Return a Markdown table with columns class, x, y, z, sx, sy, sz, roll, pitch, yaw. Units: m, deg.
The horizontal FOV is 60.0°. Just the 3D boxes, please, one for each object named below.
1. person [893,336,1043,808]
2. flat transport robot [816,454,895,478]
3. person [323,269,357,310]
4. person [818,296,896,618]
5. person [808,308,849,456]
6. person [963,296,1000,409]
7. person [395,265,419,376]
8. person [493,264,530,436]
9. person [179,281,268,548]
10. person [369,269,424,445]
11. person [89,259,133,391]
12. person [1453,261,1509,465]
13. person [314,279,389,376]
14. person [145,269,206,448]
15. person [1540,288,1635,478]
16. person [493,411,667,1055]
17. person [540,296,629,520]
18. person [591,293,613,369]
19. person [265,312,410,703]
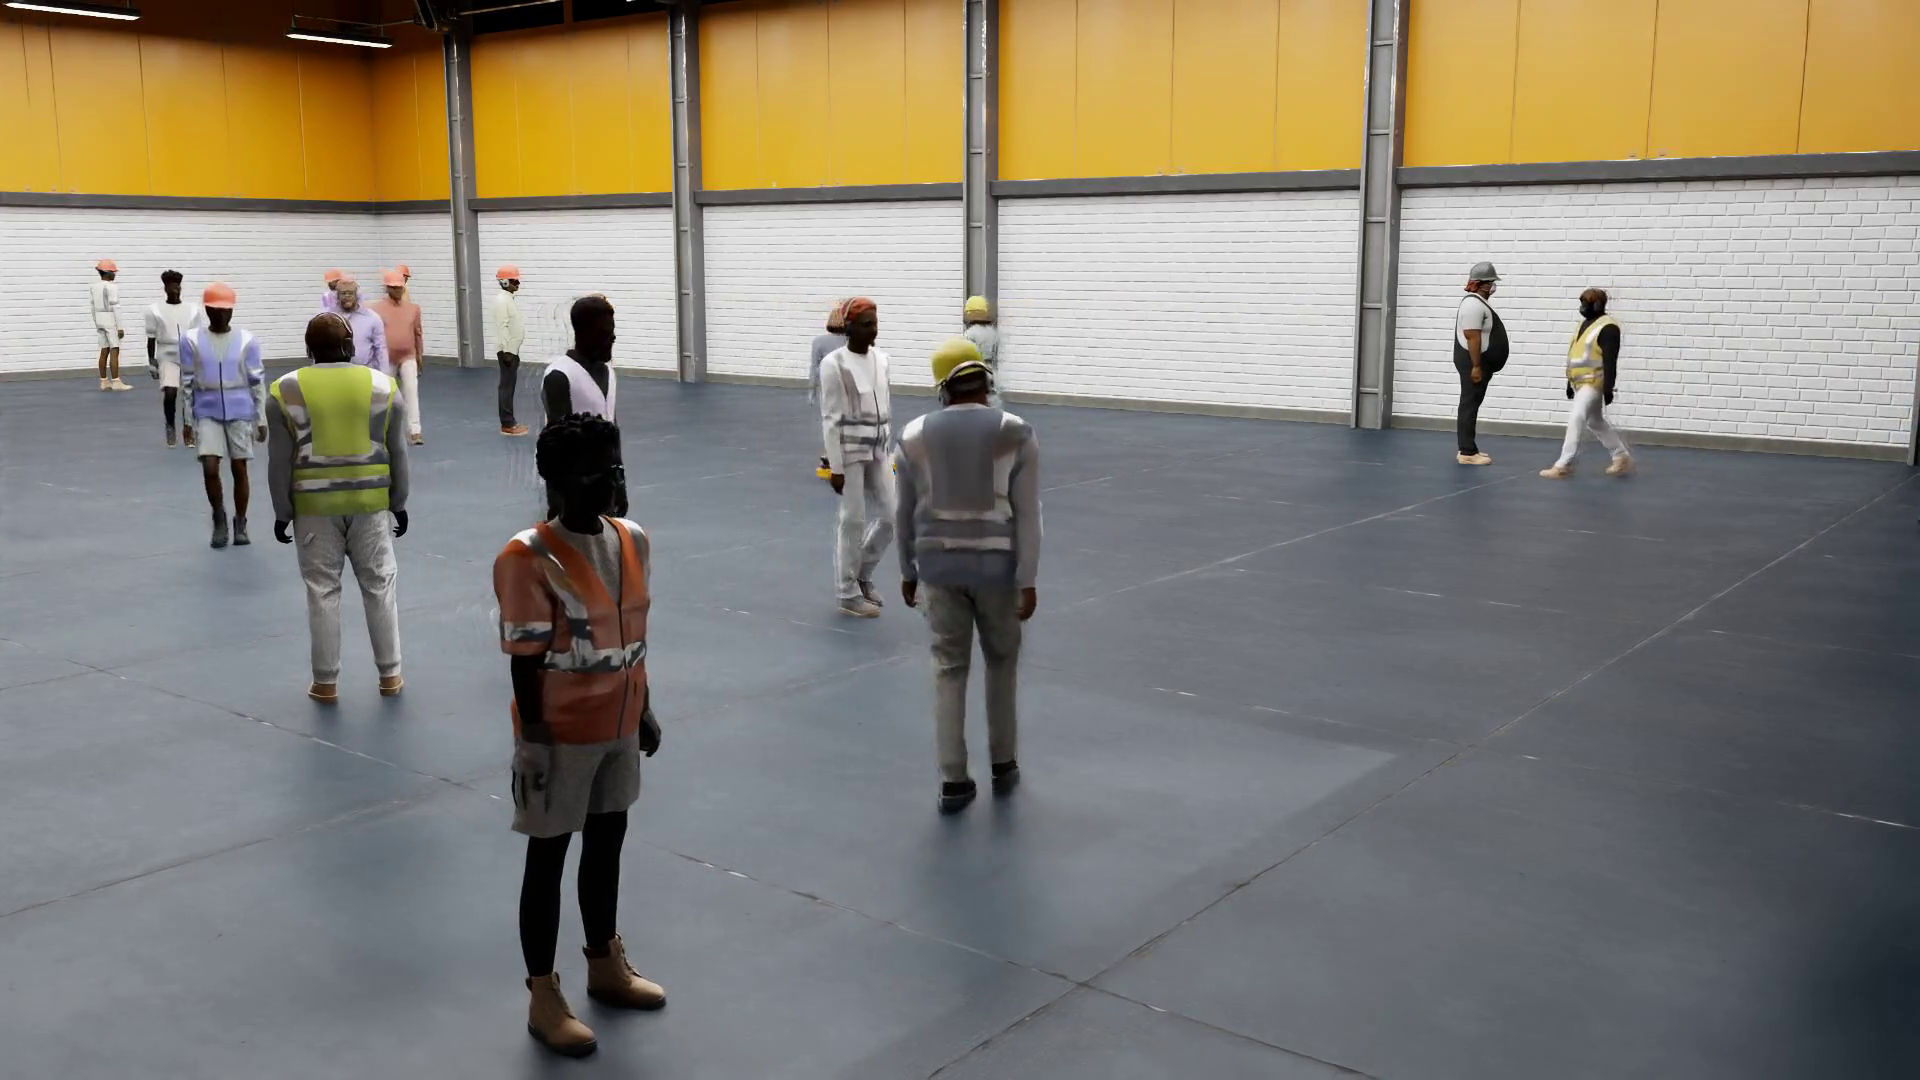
| class | x | y | z | sx | sy | sz | roll | pitch | yaw |
| --- | --- | --- | --- | --- | --- | --- | --- | --- | --- |
| person | 0.028 | 0.115 | 6.460 | 0.611 | 1.785 | 0.668 | 2 | 10 | 9 |
| flat transport robot | -0.587 | -0.656 | 15.369 | 1.431 | 0.197 | 0.652 | 8 | 12 | 38 |
| person | -9.545 | -3.245 | 25.774 | 0.586 | 1.874 | 1.021 | 2 | 10 | 13 |
| person | -0.562 | -0.471 | 9.642 | 0.423 | 1.865 | 0.599 | 8 | 12 | 38 |
| person | -1.164 | -1.412 | 15.913 | 0.532 | 1.588 | 0.825 | 0 | 10 | 2 |
| person | 0.130 | -1.511 | 16.182 | 0.488 | 1.691 | 0.913 | -9 | 13 | -43 |
| person | -9.628 | -3.782 | 28.745 | 0.366 | 1.930 | 0.542 | -9 | 13 | -43 |
| person | -5.267 | -2.222 | 19.472 | 0.378 | 1.996 | 0.610 | -1 | 10 | -8 |
| person | -5.266 | -0.886 | 11.932 | 0.563 | 1.913 | 0.609 | -4 | 11 | -24 |
| person | -6.354 | -2.063 | 18.702 | 0.644 | 1.950 | 1.029 | -6 | 12 | -33 |
| person | -13.153 | -3.325 | 25.755 | 0.615 | 2.040 | 0.391 | 6 | 11 | 29 |
| person | 5.272 | -1.792 | 16.835 | 0.537 | 2.000 | 0.674 | 3 | 10 | 17 |
| person | -5.854 | -1.569 | 16.039 | 0.679 | 1.860 | 0.951 | -4 | 11 | -22 |
| person | -8.466 | -1.951 | 18.049 | 0.608 | 1.950 | 0.506 | -7 | 12 | -35 |
| person | 6.016 | -1.487 | 15.763 | 0.931 | 1.806 | 0.637 | -1 | 10 | -4 |
| person | -1.012 | 0.500 | 4.492 | 0.322 | 1.697 | 0.533 | 6 | 11 | 30 |
| person | -1.856 | -0.267 | 8.337 | 0.453 | 1.902 | 0.611 | 2 | 10 | 13 |
| person | -4.651 | -2.359 | 21.338 | 0.456 | 1.620 | 0.525 | 3 | 10 | 16 |
| person | -2.930 | -0.152 | 7.875 | 0.633 | 1.839 | 0.429 | -5 | 11 | -28 |
